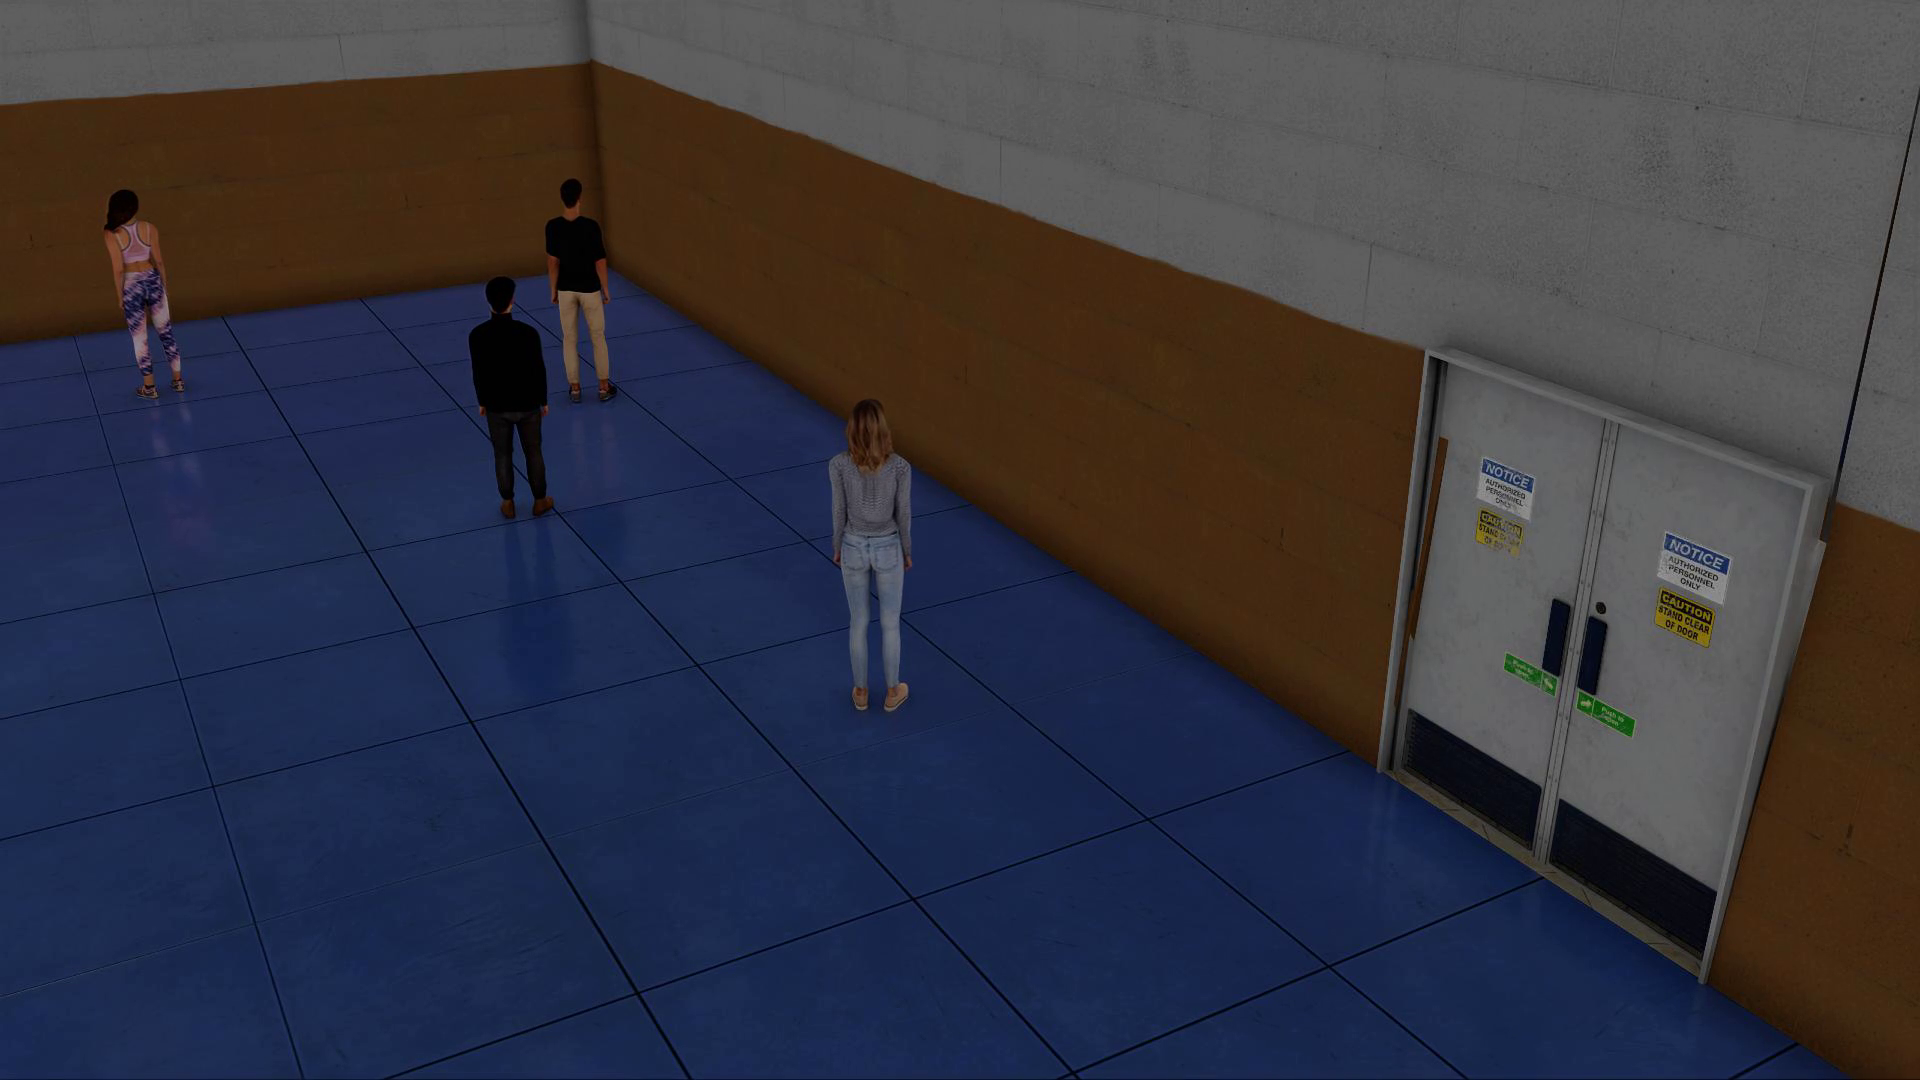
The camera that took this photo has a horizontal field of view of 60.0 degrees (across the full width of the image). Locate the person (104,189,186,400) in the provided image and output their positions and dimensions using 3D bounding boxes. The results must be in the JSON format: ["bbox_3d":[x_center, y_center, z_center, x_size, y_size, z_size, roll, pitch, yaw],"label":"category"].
[{"bbox_3d":[-6.895,-2.084,14.037,0.705,1.767,0.566,21,31,40],"label":"person"}]

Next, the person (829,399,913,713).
[{"bbox_3d":[-0.479,0.087,9.041,0.616,1.795,0.719,2,24,4],"label":"person"}]

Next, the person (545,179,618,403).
[{"bbox_3d":[-3.178,-2.080,13.884,0.639,1.857,0.777,-1,24,-3],"label":"person"}]

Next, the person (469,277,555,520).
[{"bbox_3d":[-3.121,-0.987,11.586,0.612,1.723,0.773,-4,24,-8],"label":"person"}]
